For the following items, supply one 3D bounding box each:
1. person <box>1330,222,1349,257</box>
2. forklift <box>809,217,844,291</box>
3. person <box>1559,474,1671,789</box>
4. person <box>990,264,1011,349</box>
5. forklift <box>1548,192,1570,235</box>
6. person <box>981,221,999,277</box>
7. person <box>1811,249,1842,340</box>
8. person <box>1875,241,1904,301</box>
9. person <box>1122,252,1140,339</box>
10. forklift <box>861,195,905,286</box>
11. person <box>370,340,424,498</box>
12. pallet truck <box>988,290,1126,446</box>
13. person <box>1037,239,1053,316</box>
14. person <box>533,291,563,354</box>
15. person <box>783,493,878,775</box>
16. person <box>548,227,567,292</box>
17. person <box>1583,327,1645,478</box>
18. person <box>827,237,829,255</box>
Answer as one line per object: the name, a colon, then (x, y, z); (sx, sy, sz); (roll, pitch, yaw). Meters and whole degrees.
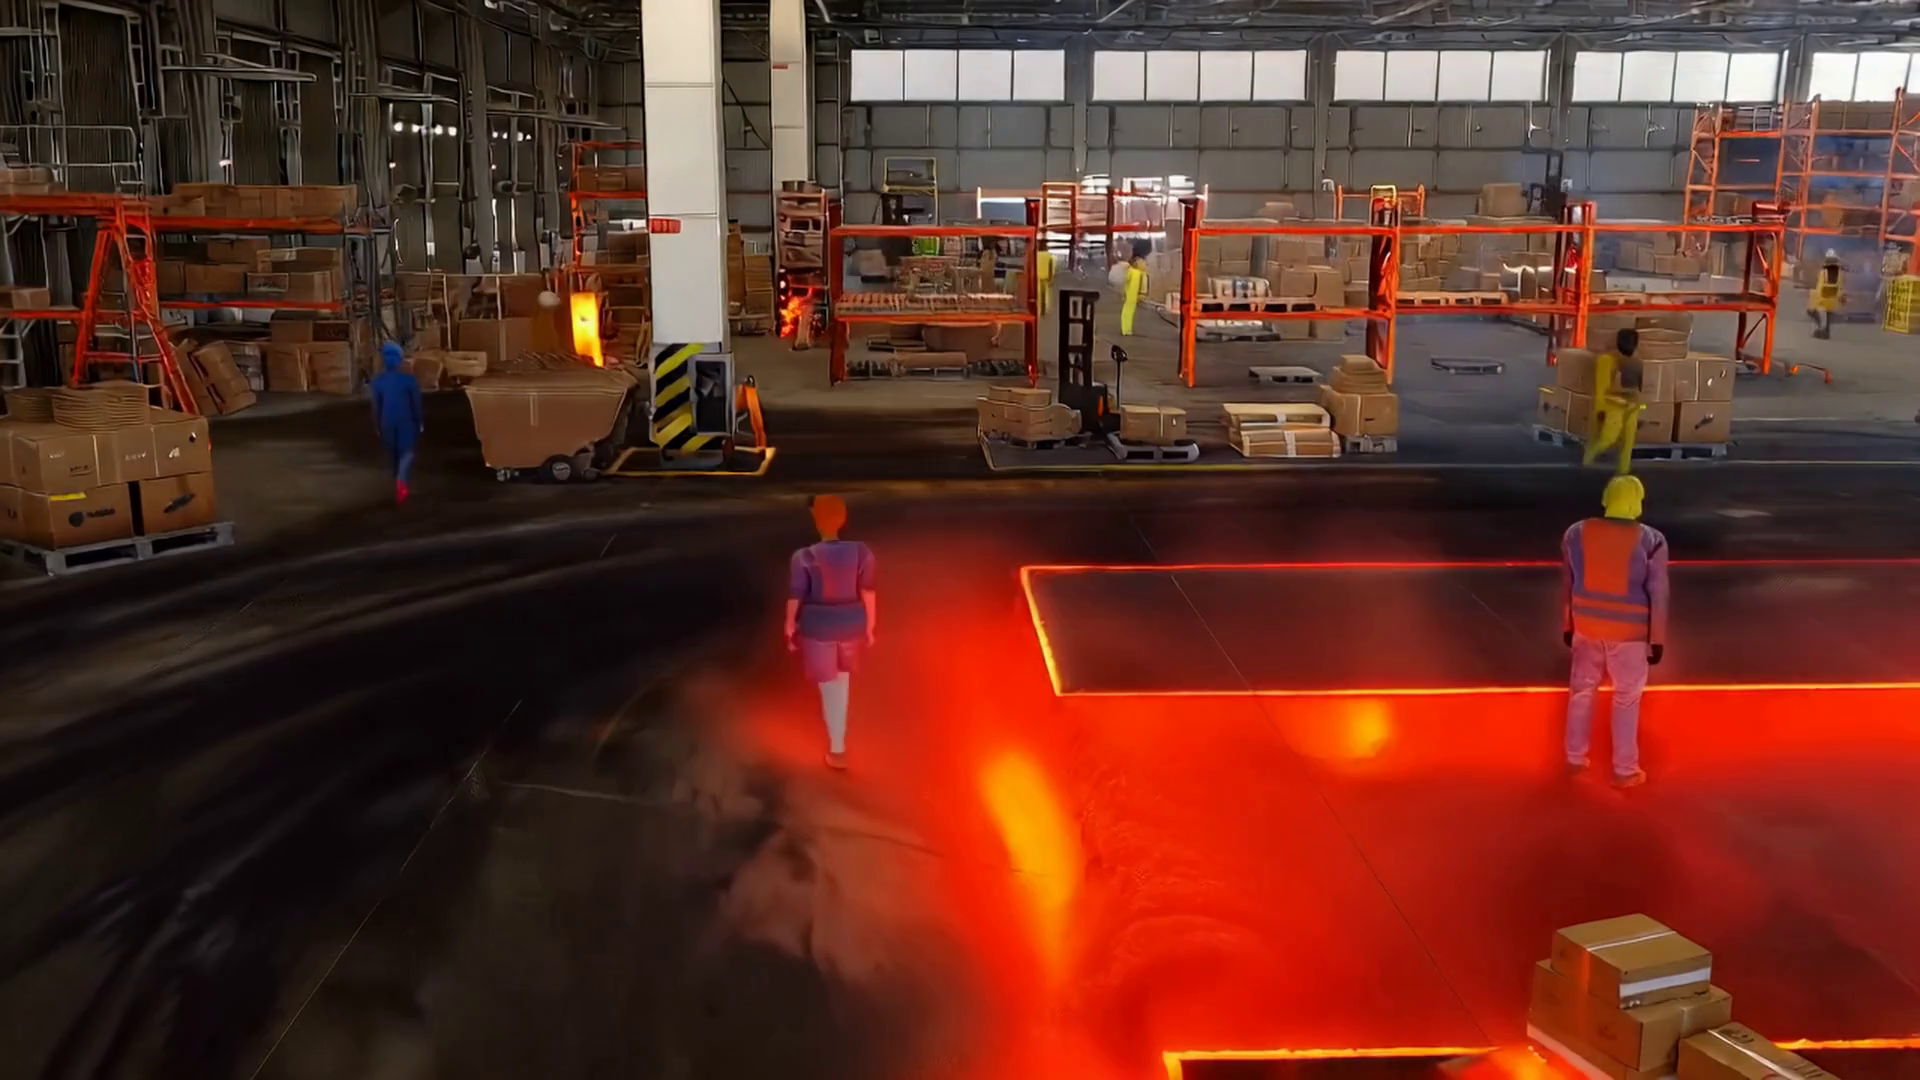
person: (13.011, -9.958, 56.984); (0.613, 1.871, 0.958); (1, 13, 5)
forklift: (-4.375, -8.619, 48.637); (1.873, 2.768, 1.129); (0, 12, -2)
person: (3.807, 0.529, 9.692); (0.629, 1.846, 0.429); (11, 16, 40)
person: (0.809, -4.764, 33.927); (0.504, 1.703, 0.609); (-12, 17, -42)
forklift: (21.606, -11.158, 60.099); (1.873, 2.768, 1.129); (0, 12, -2)
person: (1.037, -9.964, 56.868); (0.648, 1.926, 0.446); (4, 13, 15)
person: (18.578, -5.264, 35.677); (0.554, 1.919, 0.505); (-1, 13, -6)
person: (25.684, -7.395, 45.865); (0.347, 1.657, 0.602); (-12, 17, -43)
person: (3.702, -5.269, 35.865); (0.349, 1.846, 0.506); (10, 16, 39)
forklift: (-2.114, -9.479, 52.520); (1.873, 2.768, 1.129); (6, 14, 26)
person: (-6.165, -1.308, 18.182); (0.536, 1.747, 0.654); (-1, 13, -3)
pallet truck: (1.257, -2.299, 22.111); (1.885, 1.965, 0.823); (-9, 15, -35)
person: (2.009, -6.450, 41.042); (0.641, 1.923, 0.763); (-5, 13, -20)
person: (-5.455, -2.404, 22.661); (0.933, 1.955, 0.652); (-3, 13, -14)
person: (-0.818, 0.532, 10.045); (0.557, 1.668, 0.709); (-6, 14, -27)
person: (-11.957, -8.325, 49.455); (0.545, 1.939, 0.354); (-7, 14, -30)
person: (7.499, -1.519, 18.970); (0.640, 1.830, 0.608); (-4, 13, -18)
person: (-3.962, -8.468, 50.811); (0.680, 1.609, 0.547); (-9, 15, -34)
